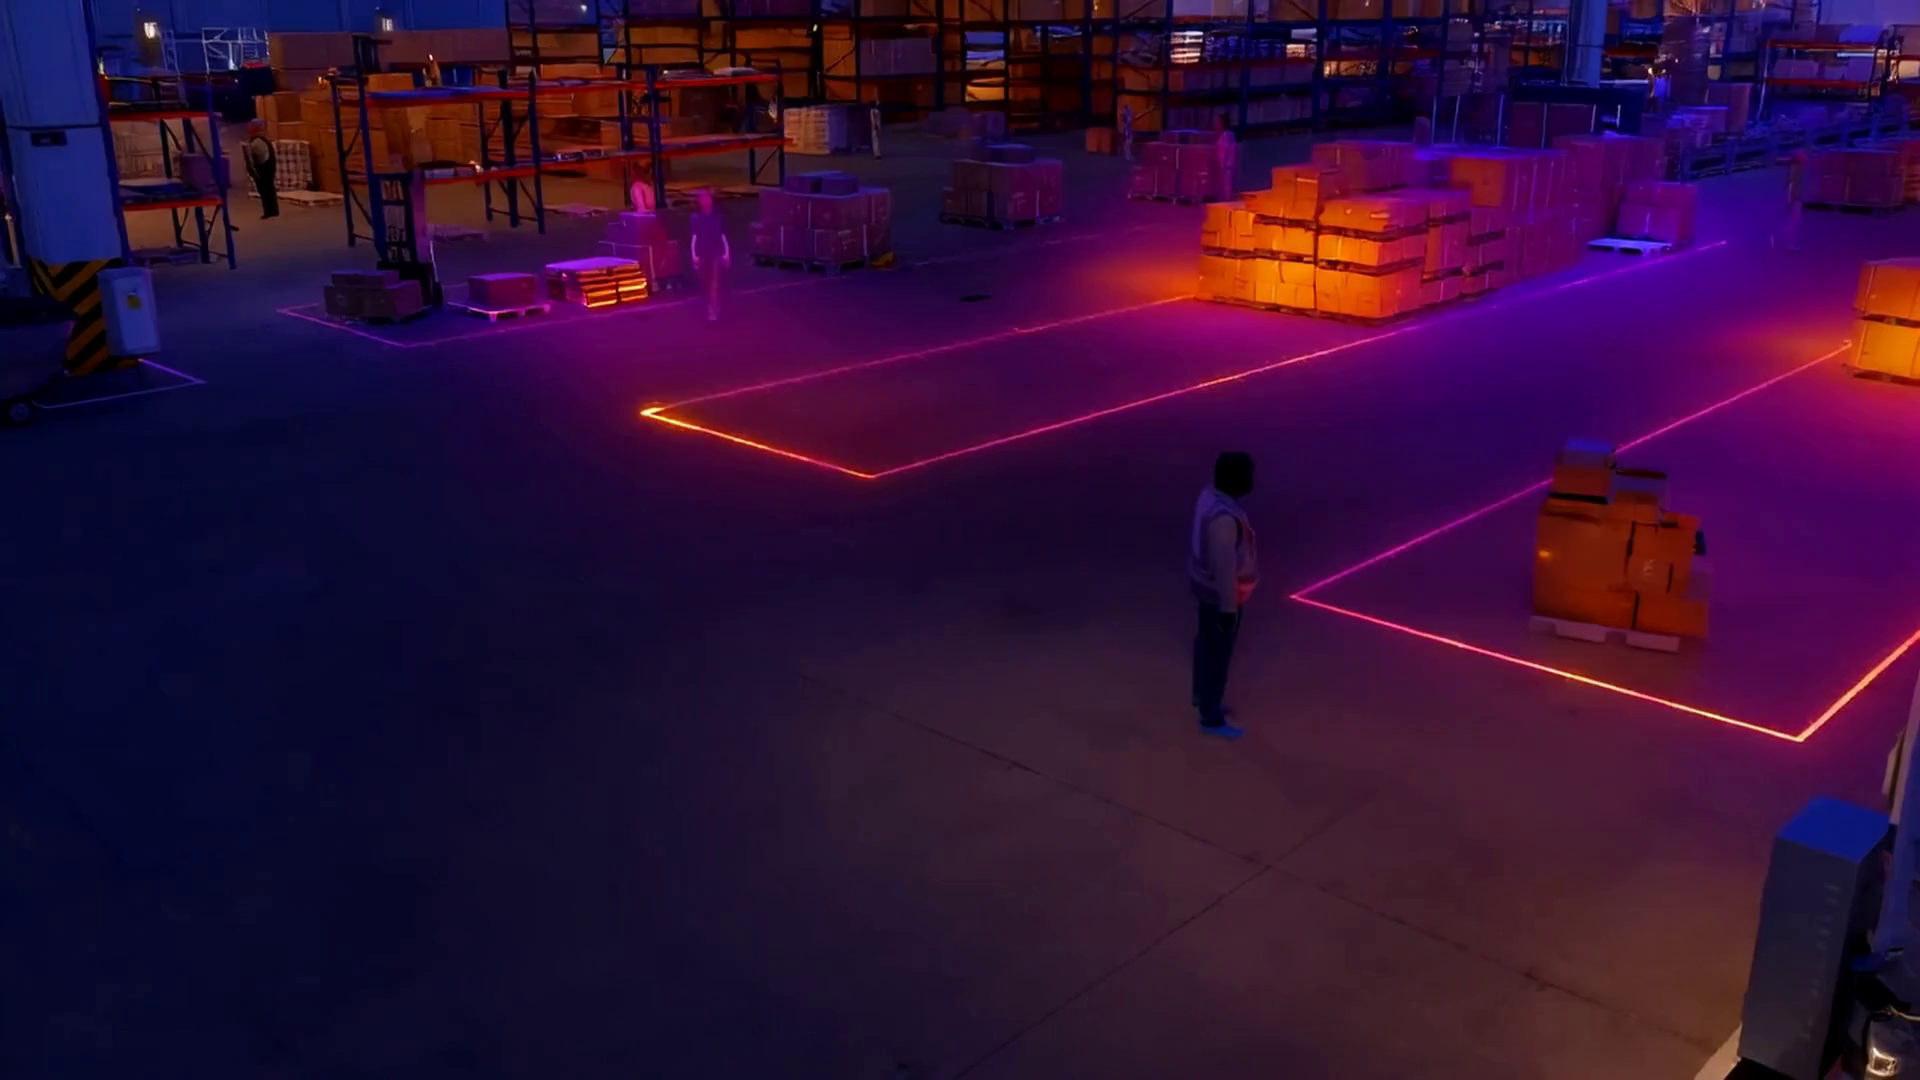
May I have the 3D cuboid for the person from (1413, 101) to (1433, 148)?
[{"bbox_3d":[11.274,-9.692,40.463,0.555,1.925,0.398,-14,23,-35],"label":"person"}]

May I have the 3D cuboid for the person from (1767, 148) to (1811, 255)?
[{"bbox_3d":[14.714,-5.972,29.369,0.538,1.860,0.506,-13,22,-34],"label":"person"}]

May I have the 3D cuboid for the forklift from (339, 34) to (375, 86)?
[{"bbox_3d":[-23.287,-18.355,65.083,1.129,2.768,1.873,17,25,41],"label":"forklift"}]

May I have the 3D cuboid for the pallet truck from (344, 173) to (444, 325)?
[{"bbox_3d":[-8.209,-4.181,23.757,0.823,1.965,1.885,3,19,9],"label":"pallet truck"}]

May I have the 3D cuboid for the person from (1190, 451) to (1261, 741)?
[{"bbox_3d":[1.650,0.335,10.399,0.429,1.839,0.634,0,18,0],"label":"person"}]

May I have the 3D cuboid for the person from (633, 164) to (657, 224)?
[{"bbox_3d":[-5.096,-5.183,27.042,0.966,1.841,0.565,7,20,21],"label":"person"}]

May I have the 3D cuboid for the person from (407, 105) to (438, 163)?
[{"bbox_3d":[-14.521,-11.053,44.645,1.033,1.894,0.637,10,21,28],"label":"person"}]

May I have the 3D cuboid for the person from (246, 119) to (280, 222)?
[{"bbox_3d":[-14.113,-7.455,33.553,0.535,2.000,0.684,1,18,3],"label":"person"}]

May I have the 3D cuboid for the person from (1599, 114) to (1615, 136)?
[{"bbox_3d":[14.193,-8.357,36.459,0.690,1.923,0.543,14,23,35],"label":"person"}]

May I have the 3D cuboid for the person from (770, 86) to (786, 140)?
[{"bbox_3d":[-5.571,-13.204,51.483,0.888,1.649,0.545,12,22,32],"label":"person"}]

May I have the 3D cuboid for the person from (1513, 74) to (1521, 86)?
[{"bbox_3d":[19.804,-15.806,59.350,0.266,1.631,0.507,8,20,23],"label":"person"}]

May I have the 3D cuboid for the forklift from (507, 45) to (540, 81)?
[{"bbox_3d":[-13.783,-14.293,52.844,1.129,2.768,1.873,-8,20,-23],"label":"forklift"}]

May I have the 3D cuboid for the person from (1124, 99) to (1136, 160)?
[{"bbox_3d":[4.671,-11.280,45.710,0.310,1.636,0.523,3,19,8],"label":"person"}]

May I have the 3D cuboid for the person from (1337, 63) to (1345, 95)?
[{"bbox_3d":[16.539,-20.239,72.630,0.611,1.678,0.514,2,18,6],"label":"person"}]

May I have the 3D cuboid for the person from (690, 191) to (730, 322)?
[{"bbox_3d":[-3.545,-4.053,23.633,0.539,1.846,0.677,0,18,0],"label":"person"}]

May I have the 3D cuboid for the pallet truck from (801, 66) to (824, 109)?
[{"bbox_3d":[-4.812,-15.182,56.903,0.823,1.965,1.885,-9,21,-26],"label":"pallet truck"}]

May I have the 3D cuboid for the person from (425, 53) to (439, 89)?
[{"bbox_3d":[-22.143,-19.423,69.799,0.564,1.917,0.410,-9,21,-26],"label":"person"}]

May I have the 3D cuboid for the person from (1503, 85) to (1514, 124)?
[{"bbox_3d":[17.526,-13.621,52.823,0.517,1.597,0.844,12,22,33],"label":"person"}]

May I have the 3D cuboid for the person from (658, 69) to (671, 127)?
[{"bbox_3d":[-10.072,-15.070,56.706,0.588,1.912,0.393,12,22,33],"label":"person"}]

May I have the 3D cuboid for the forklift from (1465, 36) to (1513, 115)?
[{"bbox_3d":[19.973,-17.201,61.605,1.873,2.768,1.129,16,24,40],"label":"forklift"}]

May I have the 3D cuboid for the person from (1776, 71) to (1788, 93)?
[{"bbox_3d":[32.543,-18.018,65.840,0.525,1.754,0.379,8,20,22],"label":"person"}]

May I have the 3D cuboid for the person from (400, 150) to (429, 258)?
[{"bbox_3d":[-9.242,-5.615,28.169,0.357,1.938,0.638,0,18,0],"label":"person"}]

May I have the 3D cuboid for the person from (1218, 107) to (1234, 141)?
[{"bbox_3d":[6.472,-9.695,40.733,0.523,1.769,0.323,-15,24,-38],"label":"person"}]

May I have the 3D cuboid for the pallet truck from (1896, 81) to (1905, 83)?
[{"bbox_3d":[34.802,-16.331,61.455,0.653,1.274,1.630,17,25,41],"label":"pallet truck"}]

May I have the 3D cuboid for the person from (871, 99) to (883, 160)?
[{"bbox_3d":[-2.283,-11.264,45.659,0.310,1.640,0.514,-2,19,-7],"label":"person"}]

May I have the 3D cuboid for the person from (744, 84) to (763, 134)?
[{"bbox_3d":[-6.732,-13.785,52.781,1.039,1.939,0.611,5,19,15],"label":"person"}]

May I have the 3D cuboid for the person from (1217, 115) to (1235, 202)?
[{"bbox_3d":[5.683,-8.084,35.567,0.367,1.963,0.609,6,19,19],"label":"person"}]

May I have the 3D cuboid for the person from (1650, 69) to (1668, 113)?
[{"bbox_3d":[23.754,-15.060,56.649,0.649,1.919,0.570,-16,24,-39],"label":"person"}]

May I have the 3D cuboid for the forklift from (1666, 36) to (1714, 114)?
[{"bbox_3d":[27.341,-17.291,61.877,1.129,2.768,1.873,17,25,41],"label":"forklift"}]

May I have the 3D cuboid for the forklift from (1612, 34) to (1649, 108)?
[{"bbox_3d":[25.943,-18.145,64.449,1.129,2.768,1.873,17,25,41],"label":"forklift"}]
